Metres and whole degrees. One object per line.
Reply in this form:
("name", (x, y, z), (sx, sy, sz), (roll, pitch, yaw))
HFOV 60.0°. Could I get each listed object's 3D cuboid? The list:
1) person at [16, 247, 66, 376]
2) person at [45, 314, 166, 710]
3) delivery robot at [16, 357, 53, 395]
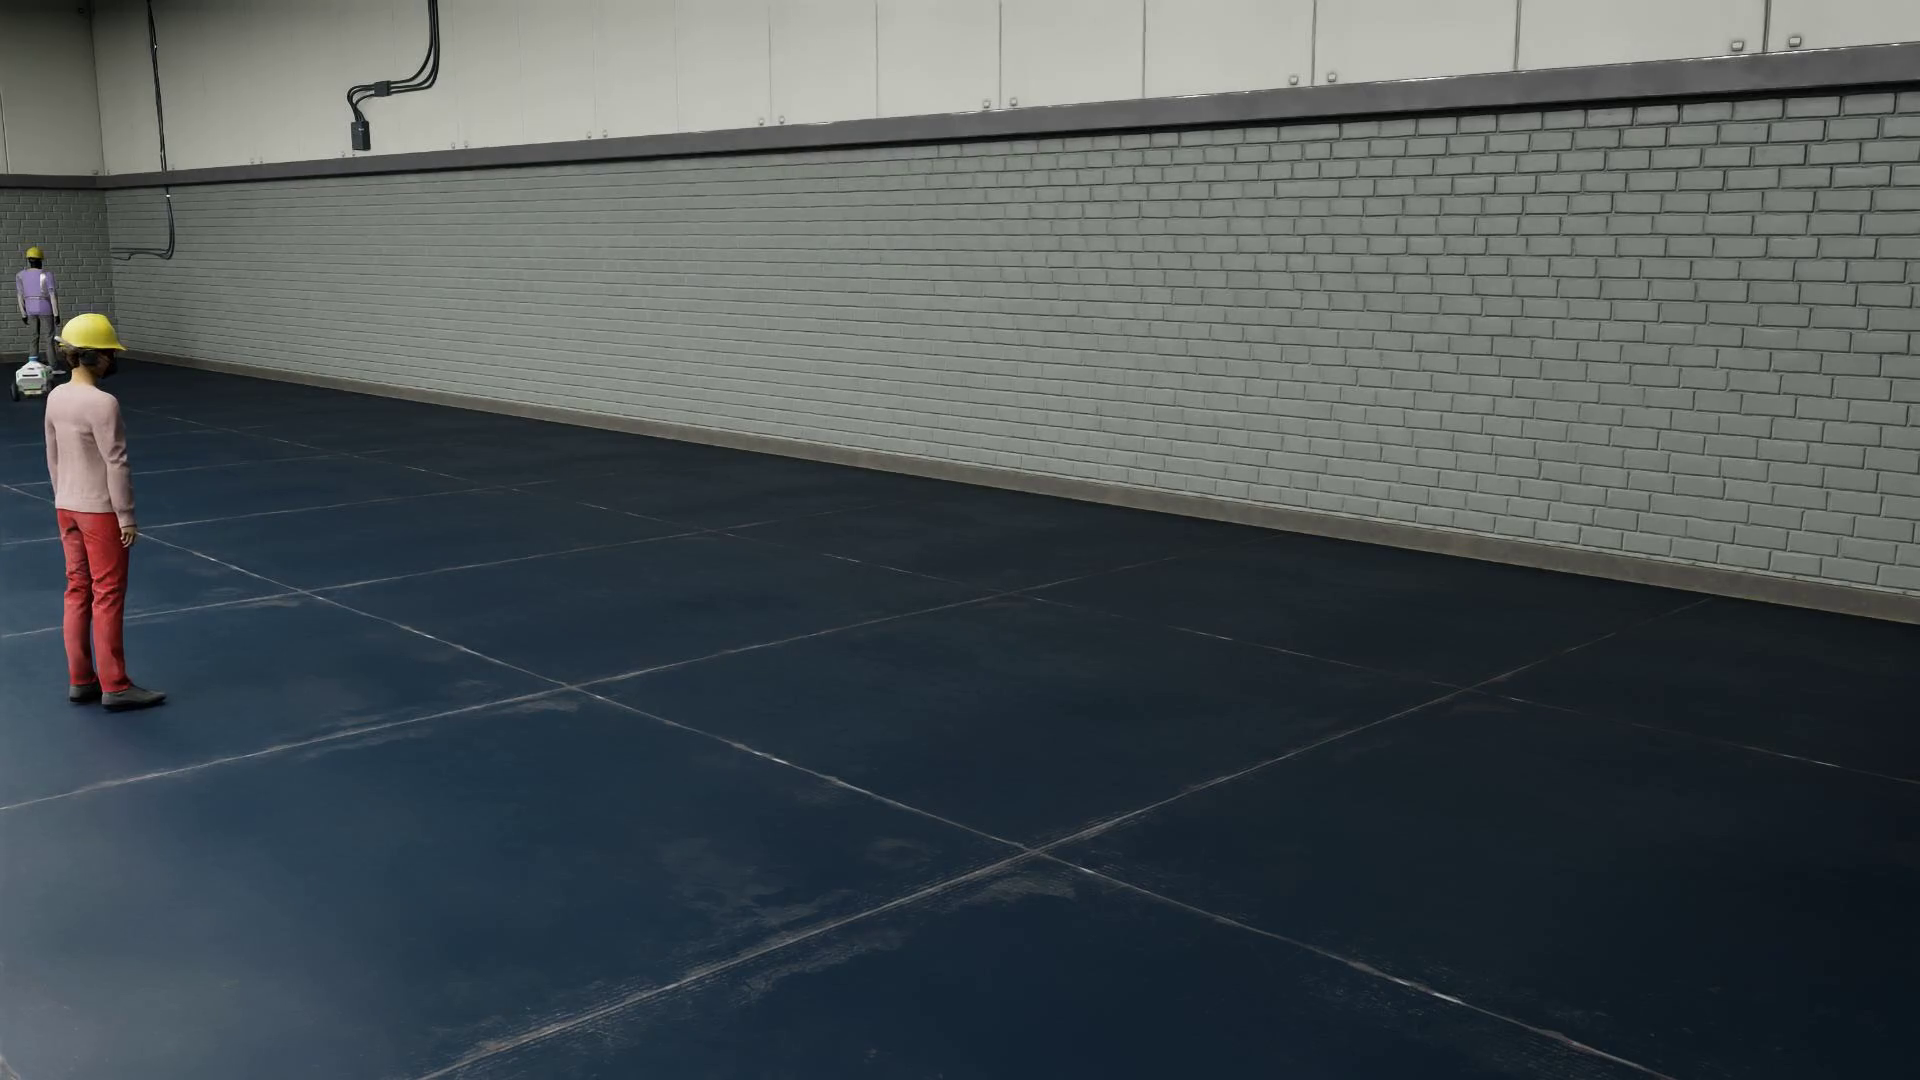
("person", (-13.915, -3.452, 25.158), (0.585, 1.929, 0.364), (0, 10, -1))
("person", (-3.868, -0.128, 7.483), (0.531, 1.765, 0.327), (7, 12, 33))
("delivery robot", (-11.990, -2.129, 21.550), (0.477, 0.478, 0.707), (-4, 11, -20))
